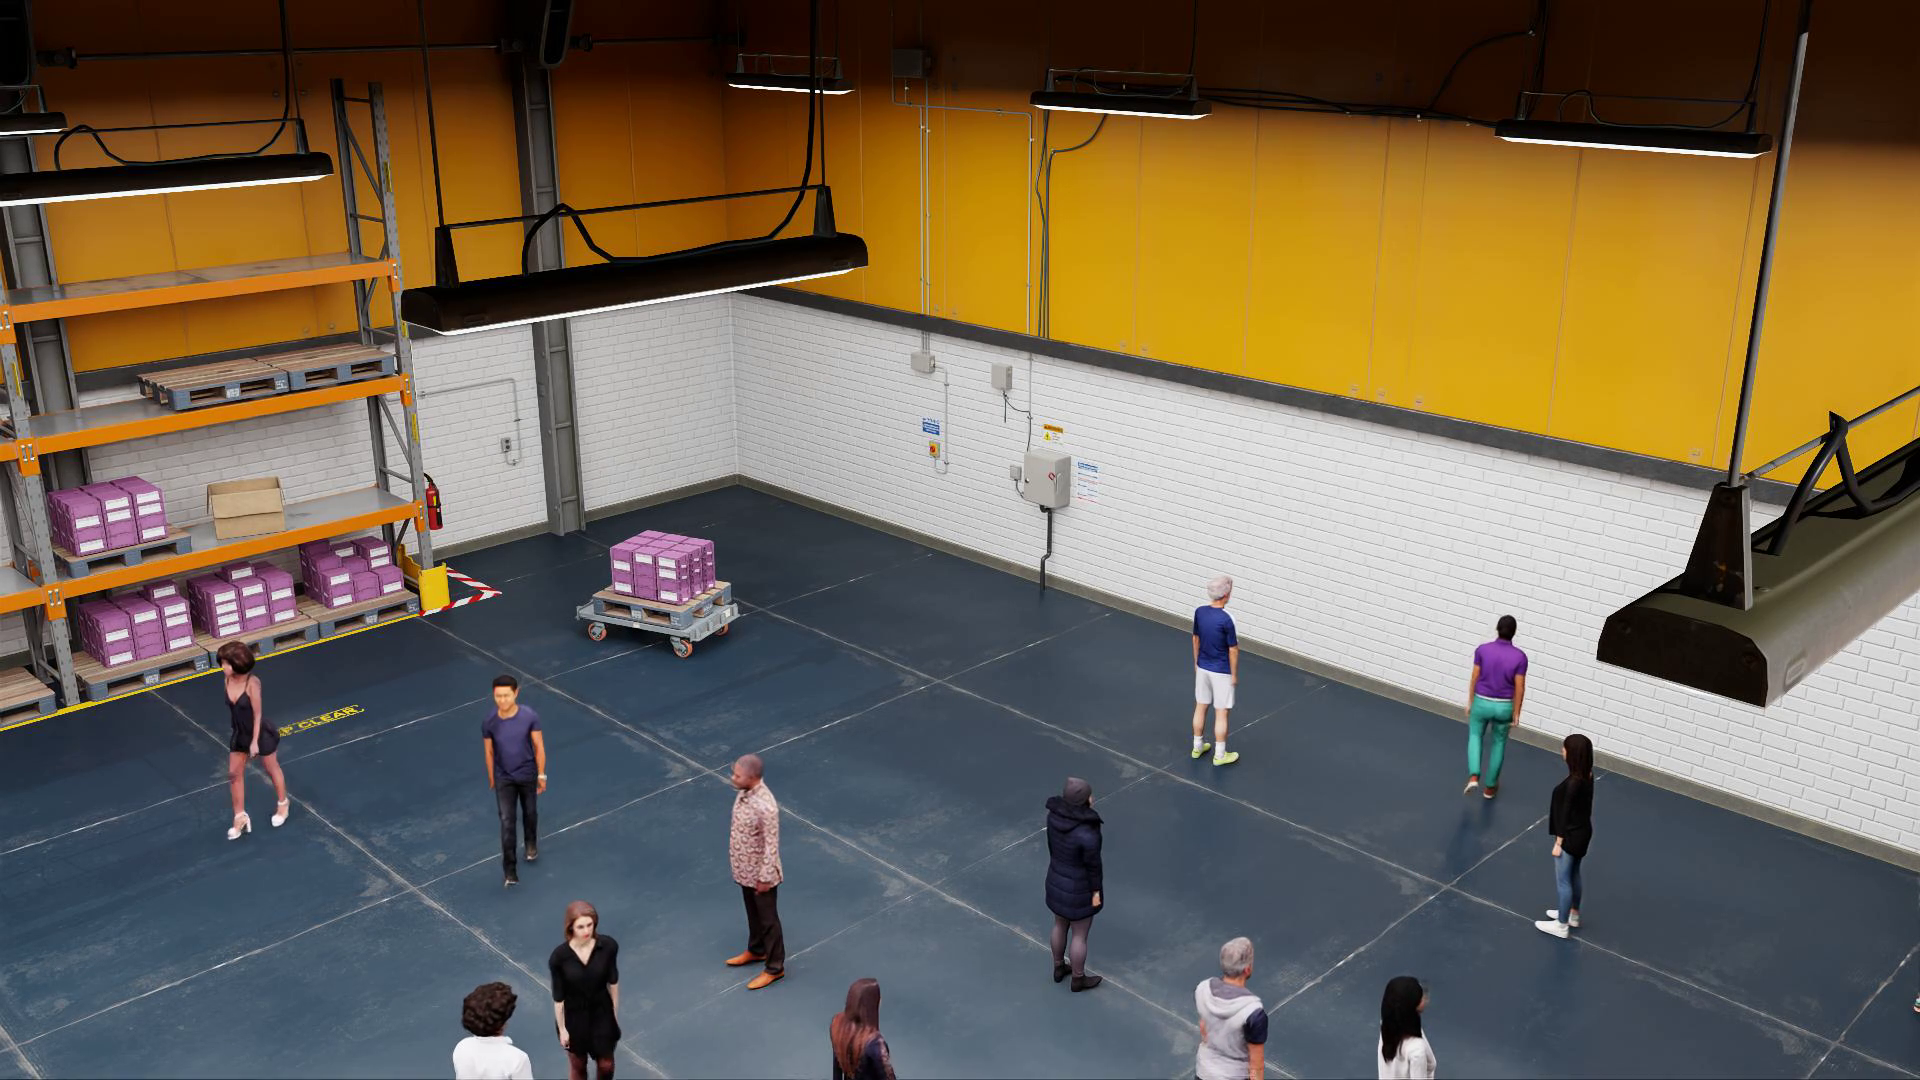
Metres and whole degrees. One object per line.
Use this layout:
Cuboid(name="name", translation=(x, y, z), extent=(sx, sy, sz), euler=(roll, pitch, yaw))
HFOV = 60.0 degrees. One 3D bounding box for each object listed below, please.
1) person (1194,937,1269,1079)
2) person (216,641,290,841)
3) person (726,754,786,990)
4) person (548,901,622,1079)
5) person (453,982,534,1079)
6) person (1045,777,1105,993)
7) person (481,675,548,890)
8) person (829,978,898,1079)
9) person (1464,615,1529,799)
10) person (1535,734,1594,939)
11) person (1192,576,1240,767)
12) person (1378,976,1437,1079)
Cuboid(name="person", translation=(1.484, 3.213, 9.684), extent=(0.993, 1.790, 0.745), euler=(-15, 24, -37))
Cuboid(name="person", translation=(-6.019, 1.663, 14.328), extent=(0.800, 1.764, 0.924), euler=(5, 19, 13))
Cuboid(name="person", translation=(-1.473, 2.372, 12.152), extent=(0.689, 1.810, 0.745), euler=(-10, 21, -28))
Cuboid(name="person", translation=(-2.389, 2.980, 10.535), extent=(0.681, 1.690, 0.760), euler=(-6, 19, -17))
Cuboid(name="person", translation=(-2.587, 3.314, 9.360), extent=(0.714, 1.807, 0.711), euler=(5, 19, 15))
Cuboid(name="person", translation=(0.820, 2.480, 12.043), extent=(0.661, 1.675, 0.682), euler=(-15, 24, -38))
Cuboid(name="person", translation=(-3.619, 1.904, 13.653), extent=(1.139, 1.739, 1.084), euler=(-4, 19, -11))
Cuboid(name="person", translation=(-0.613, 3.339, 9.694), extent=(1.134, 1.546, 0.723), euler=(-13, 23, -34))
Cuboid(name="person", translation=(4.724, 1.523, 14.766), extent=(0.815, 1.750, 0.942), euler=(8, 20, 22))
Cuboid(name="person", translation=(4.698, 2.255, 12.756), extent=(0.640, 1.645, 0.503), euler=(13, 22, 33))
Cuboid(name="person", translation=(2.388, 1.209, 15.569), extent=(0.624, 1.832, 0.537), euler=(17, 25, 42))
Cuboid(name="person", translation=(2.549, 3.270, 9.659), extent=(0.722, 1.698, 0.708), euler=(-5, 19, -14))
